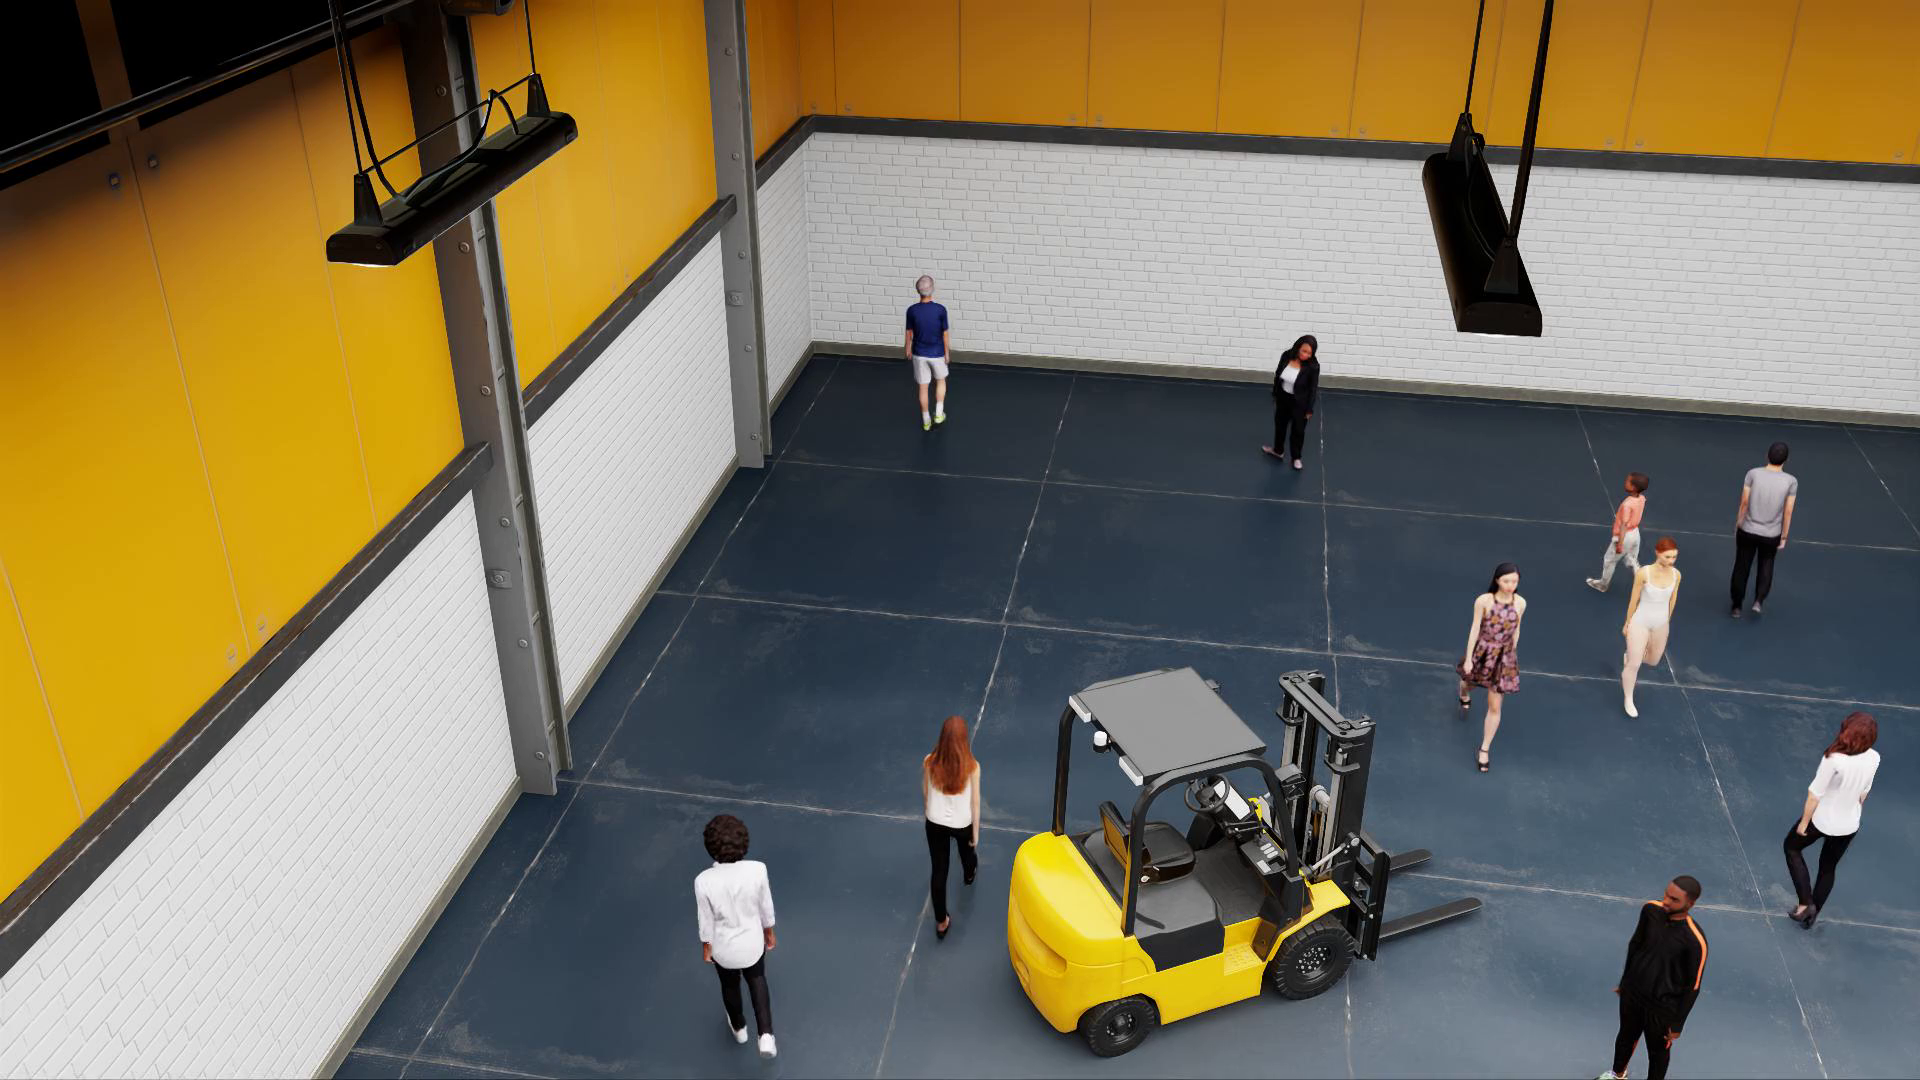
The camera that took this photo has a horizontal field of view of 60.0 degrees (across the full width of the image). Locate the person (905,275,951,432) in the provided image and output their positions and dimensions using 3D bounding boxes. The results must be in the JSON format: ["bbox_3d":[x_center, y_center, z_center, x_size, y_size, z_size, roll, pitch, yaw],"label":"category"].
[{"bbox_3d":[-0.360,-2.090,18.881,0.706,1.826,0.683,1,29,2],"label":"person"}]

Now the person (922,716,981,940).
[{"bbox_3d":[-0.083,2.018,11.500,0.596,1.682,1.031,4,29,7],"label":"person"}]

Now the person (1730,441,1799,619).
[{"bbox_3d":[7.313,-0.051,15.229,0.663,1.744,0.672,12,31,21],"label":"person"}]

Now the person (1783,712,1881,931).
[{"bbox_3d":[6.022,2.006,11.416,0.689,1.783,0.693,-3,29,-5],"label":"person"}]

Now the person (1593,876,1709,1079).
[{"bbox_3d":[4.201,2.743,10.040,0.762,1.808,0.677,-15,32,-25],"label":"person"}]

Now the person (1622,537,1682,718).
[{"bbox_3d":[5.770,0.670,14.029,0.654,1.627,0.885,0,29,-1],"label":"person"}]

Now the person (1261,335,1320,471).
[{"bbox_3d":[3.619,-1.533,18.111,0.883,1.585,0.911,-22,35,-34],"label":"person"}]

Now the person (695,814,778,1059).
[{"bbox_3d":[-1.380,2.537,10.430,0.883,1.797,1.021,-9,30,-16],"label":"person"}]

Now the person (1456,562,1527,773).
[{"bbox_3d":[4.239,0.938,13.422,0.694,1.738,1.182,2,29,3],"label":"person"}]

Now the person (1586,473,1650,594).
[{"bbox_3d":[6.326,-0.014,15.625,0.855,1.300,0.899,-20,34,-32],"label":"person"}]
